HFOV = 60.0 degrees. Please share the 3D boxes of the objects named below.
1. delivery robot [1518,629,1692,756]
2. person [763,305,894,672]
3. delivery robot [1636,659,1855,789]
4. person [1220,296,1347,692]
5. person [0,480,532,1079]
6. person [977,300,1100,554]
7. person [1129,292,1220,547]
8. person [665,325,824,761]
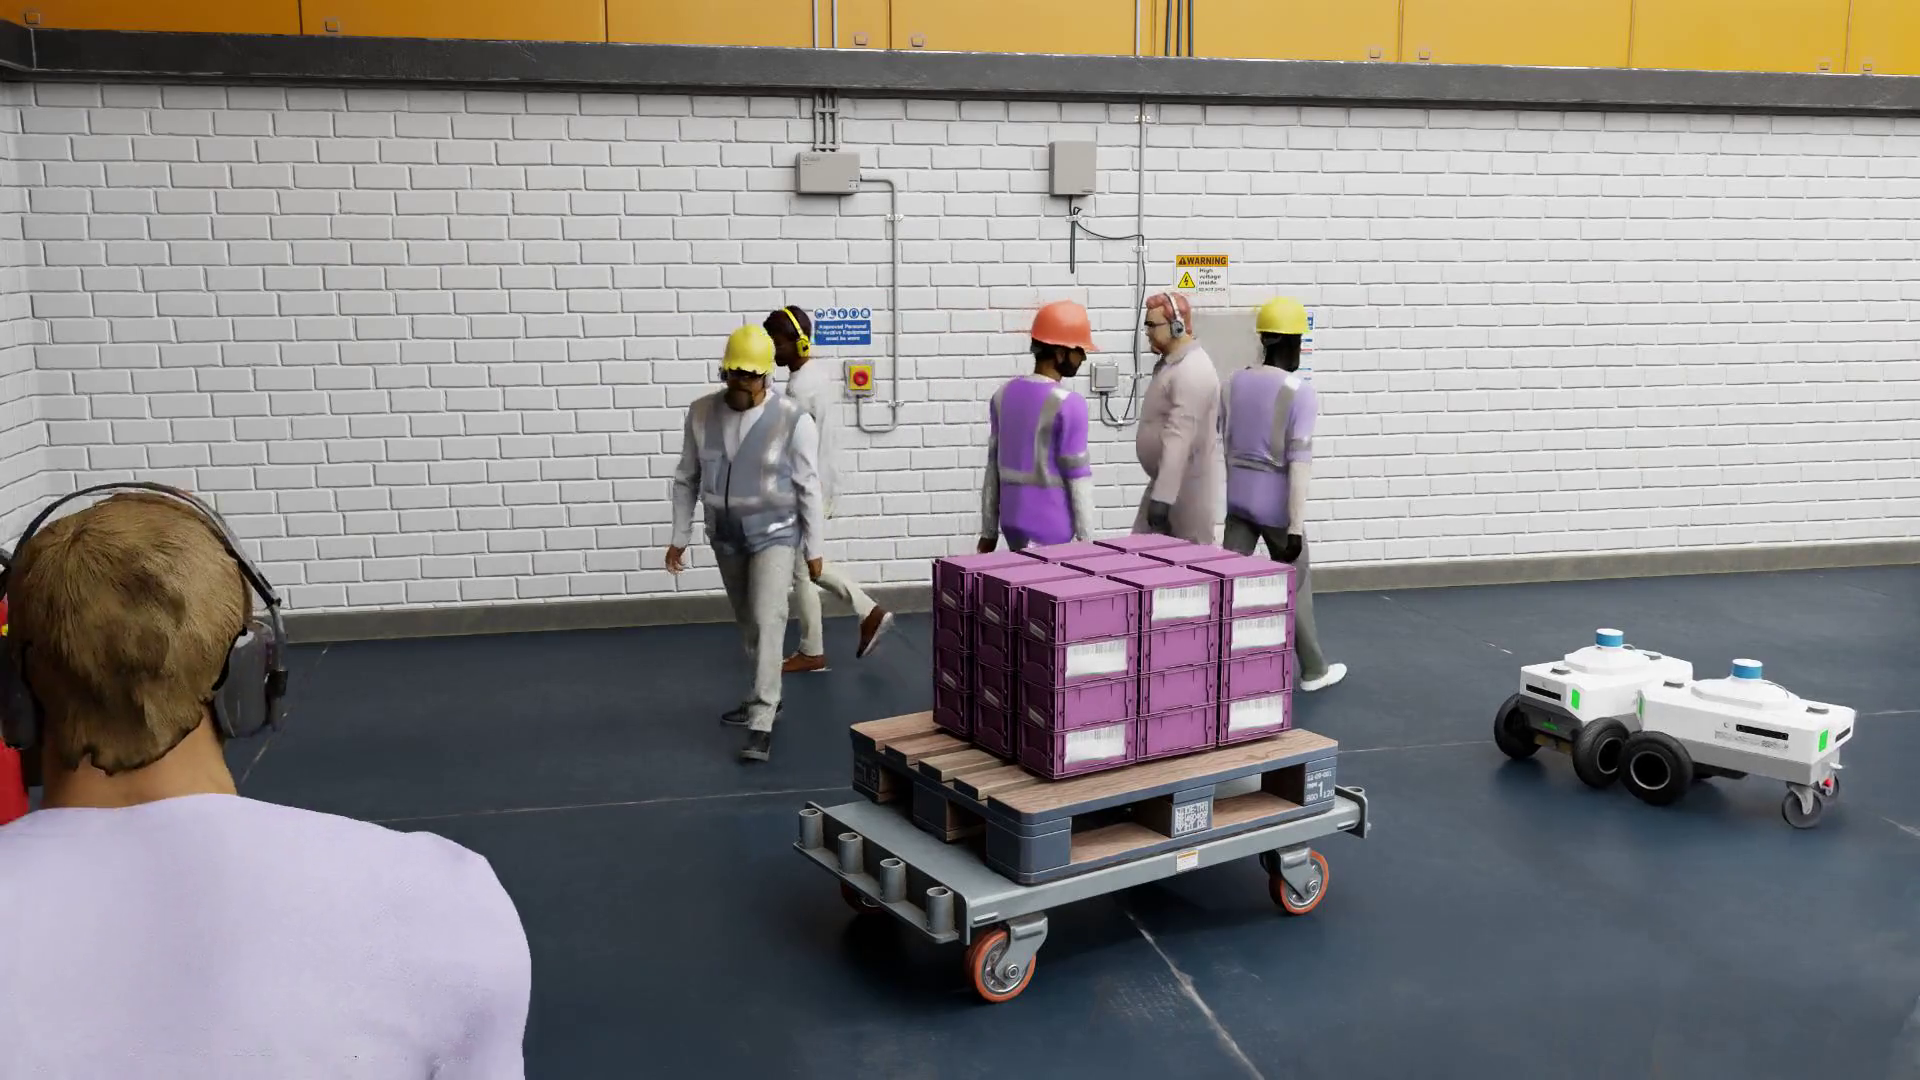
[{"bbox_3d":[2.619,0.604,6.744,0.707,0.478,0.477,-5,11,-27],"label":"delivery robot"},{"bbox_3d":[-0.665,-0.216,8.057,0.556,1.824,0.562,1,10,3],"label":"person"},{"bbox_3d":[2.943,0.692,6.255,0.707,0.478,0.477,9,14,43],"label":"delivery robot"},{"bbox_3d":[1.406,-0.170,7.634,0.993,1.884,0.594,-8,13,-39],"label":"person"},{"bbox_3d":[-0.717,0.893,1.604,0.651,1.918,0.668,-2,11,-13],"label":"person"},{"bbox_3d":[0.419,-0.063,7.031,0.993,1.875,0.561,-7,12,-35],"label":"person"},{"bbox_3d":[0.956,-0.265,8.154,0.852,1.869,0.662,-1,10,-4],"label":"person"},{"bbox_3d":[-0.890,-0.009,7.009,0.641,1.791,0.684,5,11,24],"label":"person"}]
